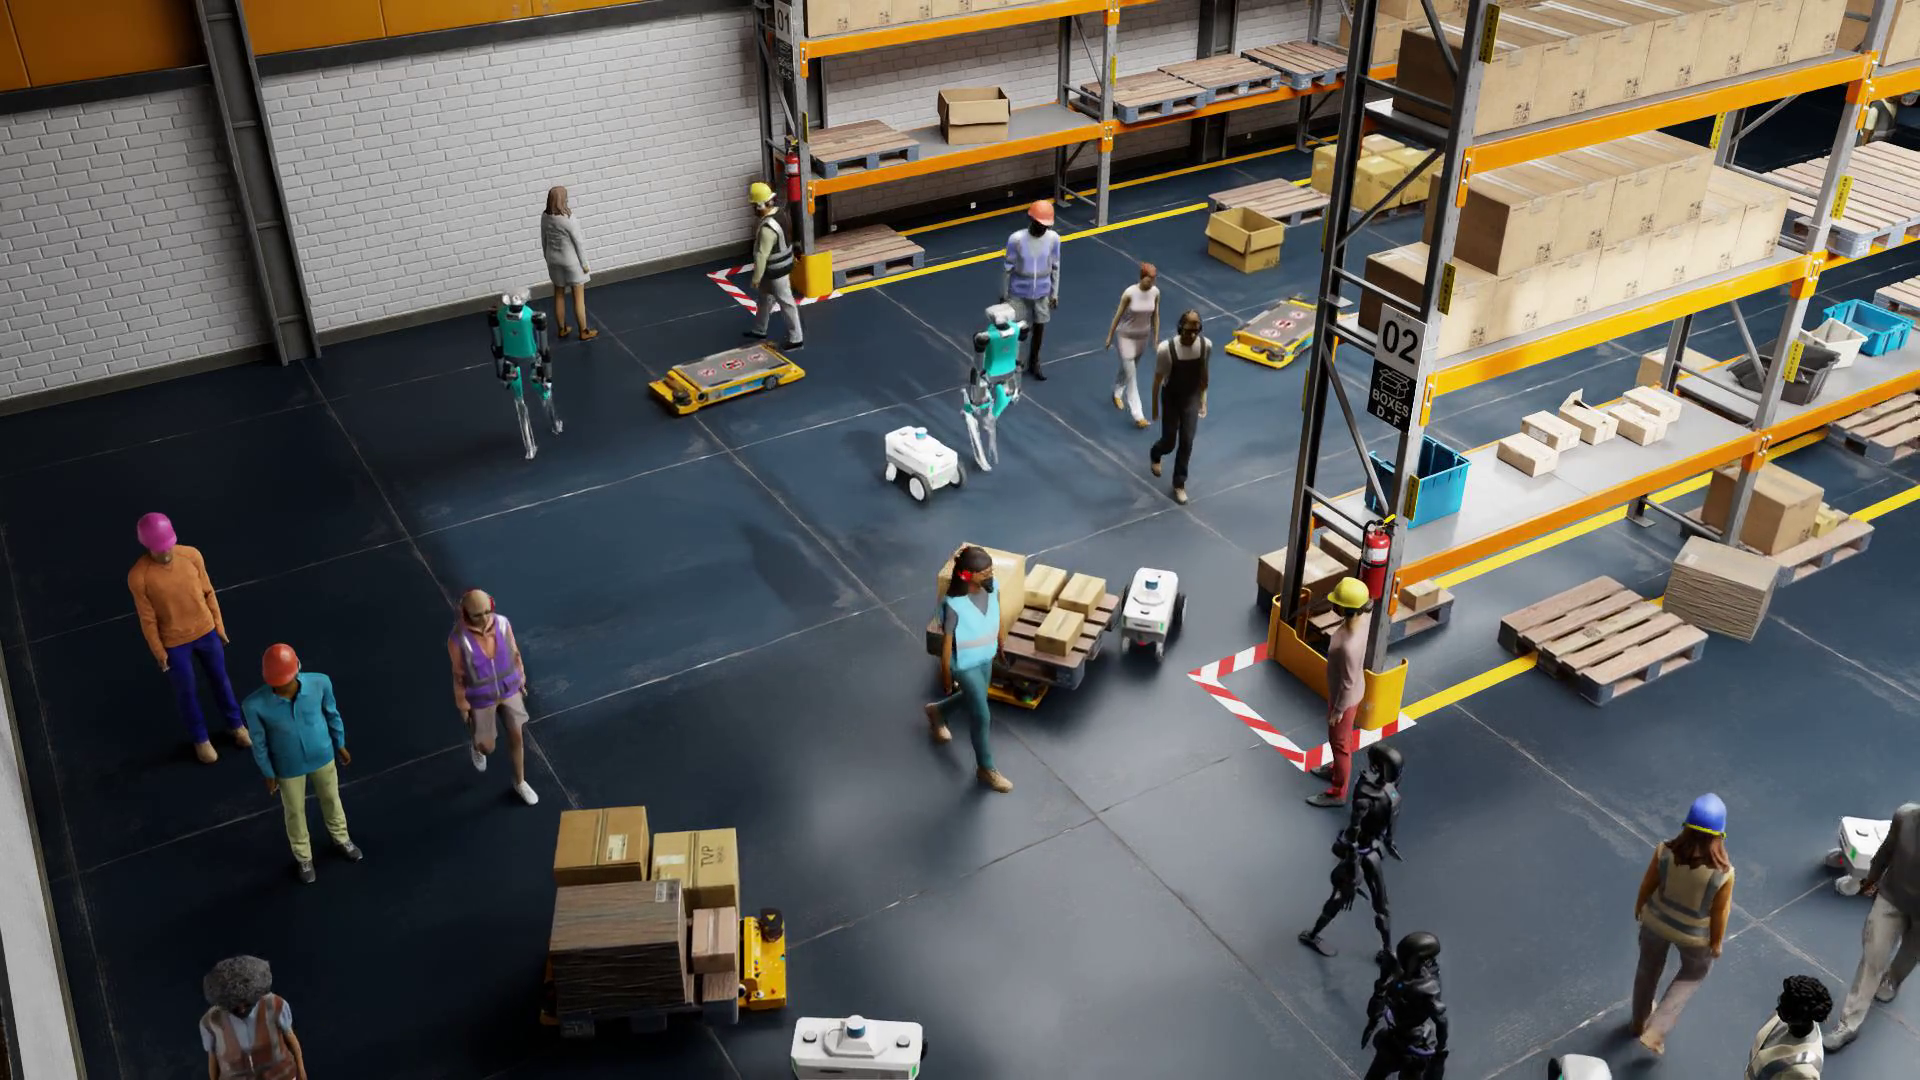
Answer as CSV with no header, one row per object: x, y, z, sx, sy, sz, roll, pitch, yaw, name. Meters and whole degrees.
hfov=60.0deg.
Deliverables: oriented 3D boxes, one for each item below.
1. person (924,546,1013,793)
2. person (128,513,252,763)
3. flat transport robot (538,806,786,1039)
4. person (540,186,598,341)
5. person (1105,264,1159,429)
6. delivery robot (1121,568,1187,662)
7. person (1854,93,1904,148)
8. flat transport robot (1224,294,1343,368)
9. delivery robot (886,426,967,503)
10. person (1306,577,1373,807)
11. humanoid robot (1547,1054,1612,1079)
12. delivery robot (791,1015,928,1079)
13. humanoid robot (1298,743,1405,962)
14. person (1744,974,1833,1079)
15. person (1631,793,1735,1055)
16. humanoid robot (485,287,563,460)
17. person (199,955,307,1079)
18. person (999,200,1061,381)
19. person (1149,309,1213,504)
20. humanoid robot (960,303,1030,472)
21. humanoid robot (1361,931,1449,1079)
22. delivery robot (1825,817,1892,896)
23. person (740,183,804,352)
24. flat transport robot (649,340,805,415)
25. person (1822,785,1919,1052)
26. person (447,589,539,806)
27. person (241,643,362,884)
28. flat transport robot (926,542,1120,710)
0.059,0.798,11.340,0.841,1.834,0.520,25,40,34,person
-5.320,0.655,11.442,0.407,1.973,0.515,28,41,37,person
-1.770,2.565,9.994,1.431,0.231,0.659,-3,32,-5,flat transport robot
-4.112,-2.900,17.396,0.497,1.658,0.337,11,34,17,person
1.663,-1.872,15.801,0.496,1.593,0.888,-15,35,-22,person
1.483,0.541,12.970,0.499,0.613,0.811,8,33,13,delivery robot
11.013,-4.701,20.108,0.562,1.837,0.380,-20,37,-29,person
3.458,-2.215,17.617,0.659,0.231,1.431,23,39,32,flat transport robot
-0.341,-0.718,14.951,0.518,0.586,0.757,-24,39,-33,delivery robot
2.522,1.007,11.068,0.325,1.766,0.532,9,33,14,person
2.410,3.091,7.797,0.974,1.757,0.543,0,32,0,humanoid robot
-0.539,2.889,9.225,0.802,0.614,0.499,2,32,3,delivery robot
2.423,1.873,9.788,0.702,1.633,0.603,24,39,33,humanoid robot
4.038,2.802,8.277,0.319,1.693,0.531,9,33,14,person
3.982,2.148,9.238,0.502,1.764,0.442,24,40,33,person
-3.928,-1.586,15.297,0.580,1.834,0.919,1,32,2,humanoid robot
-3.572,2.695,8.459,0.474,1.662,0.515,-12,34,-18,person
0.644,-2.450,16.466,0.720,1.908,0.398,-6,33,-9,person
1.906,-1.224,14.567,0.515,1.828,0.533,-8,33,-13,person
0.230,-1.334,14.902,0.544,1.850,0.800,-17,36,-25,humanoid robot
2.335,2.643,8.602,0.756,1.648,0.616,-12,34,-19,humanoid robot
5.984,2.013,10.591,0.774,0.581,0.499,6,33,10,delivery robot
-2.011,-2.792,17.091,0.797,1.790,0.620,1,32,1,person
-2.338,-1.640,16.700,1.431,0.231,0.659,-21,38,-29,flat transport robot
5.357,2.037,9.359,0.964,1.842,0.569,-23,39,-32,person
-3.136,1.019,11.117,0.506,1.672,0.549,-23,39,-32,person
-4.136,1.375,10.496,0.563,1.747,0.336,-22,38,-31,person
0.526,0.775,12.848,0.659,0.231,1.431,13,34,20,flat transport robot
